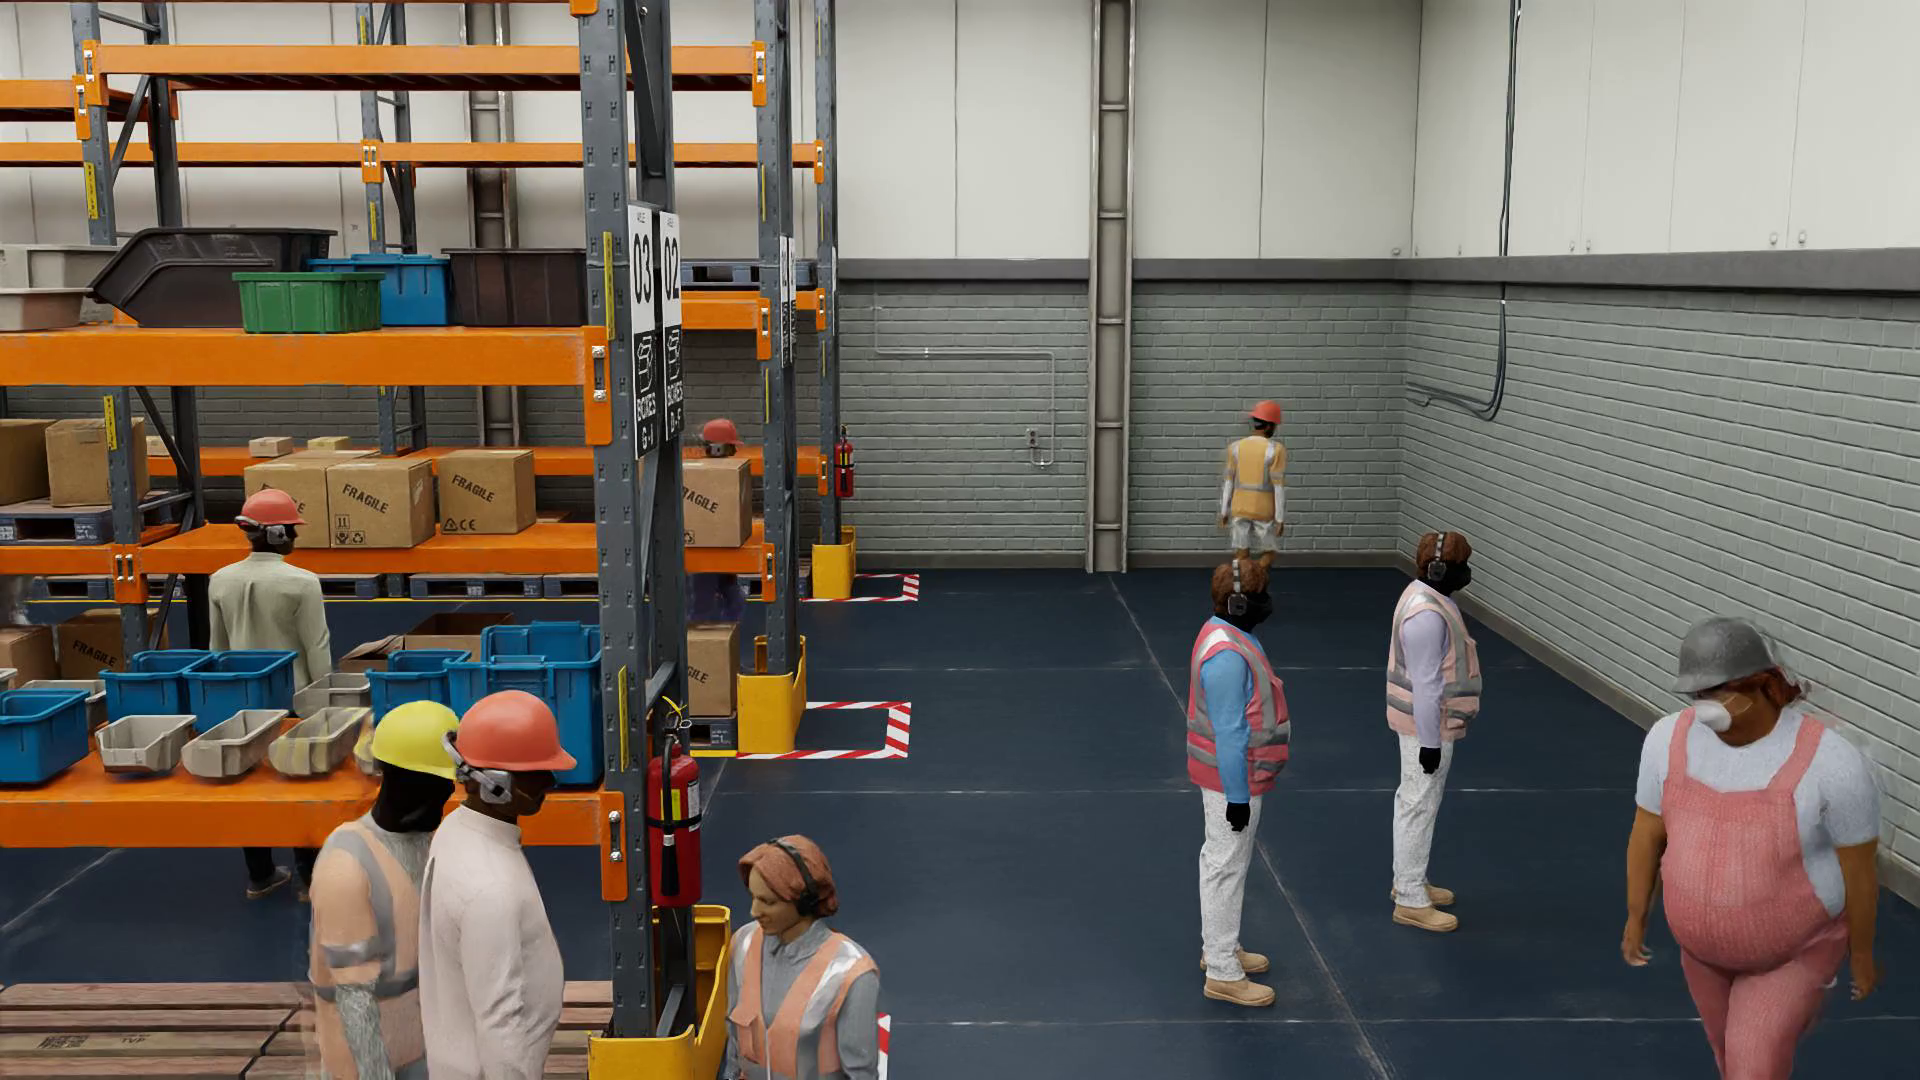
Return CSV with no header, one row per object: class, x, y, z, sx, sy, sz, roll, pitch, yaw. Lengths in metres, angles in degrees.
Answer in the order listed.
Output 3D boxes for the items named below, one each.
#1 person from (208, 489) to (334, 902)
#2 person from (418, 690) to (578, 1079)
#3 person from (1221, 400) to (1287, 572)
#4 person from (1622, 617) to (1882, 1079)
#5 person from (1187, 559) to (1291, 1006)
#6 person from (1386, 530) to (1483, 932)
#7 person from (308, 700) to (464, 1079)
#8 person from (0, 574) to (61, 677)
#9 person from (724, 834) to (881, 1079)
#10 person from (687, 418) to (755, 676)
person,-3.276,0.748,7.991,0.612,1.990,0.392,2,10,14
person,-1.174,1.356,4.311,0.410,1.980,0.627,-4,10,-21
person,2.510,-0.242,14.336,0.656,1.912,0.519,6,11,35
person,2.409,1.181,5.183,0.945,2.000,0.725,-7,12,-37
person,1.160,0.991,6.956,0.429,1.846,0.627,1,9,8
person,2.195,0.865,7.734,0.429,1.841,0.634,2,10,15
person,-1.641,1.358,4.630,0.961,1.872,0.593,3,10,16
person,-6.779,0.147,11.979,0.686,1.900,0.701,2,10,14
person,-0.394,1.538,4.256,0.528,1.630,0.314,8,12,39
person,-1.722,0.108,12.000,0.711,1.966,0.620,-1,9,-4
